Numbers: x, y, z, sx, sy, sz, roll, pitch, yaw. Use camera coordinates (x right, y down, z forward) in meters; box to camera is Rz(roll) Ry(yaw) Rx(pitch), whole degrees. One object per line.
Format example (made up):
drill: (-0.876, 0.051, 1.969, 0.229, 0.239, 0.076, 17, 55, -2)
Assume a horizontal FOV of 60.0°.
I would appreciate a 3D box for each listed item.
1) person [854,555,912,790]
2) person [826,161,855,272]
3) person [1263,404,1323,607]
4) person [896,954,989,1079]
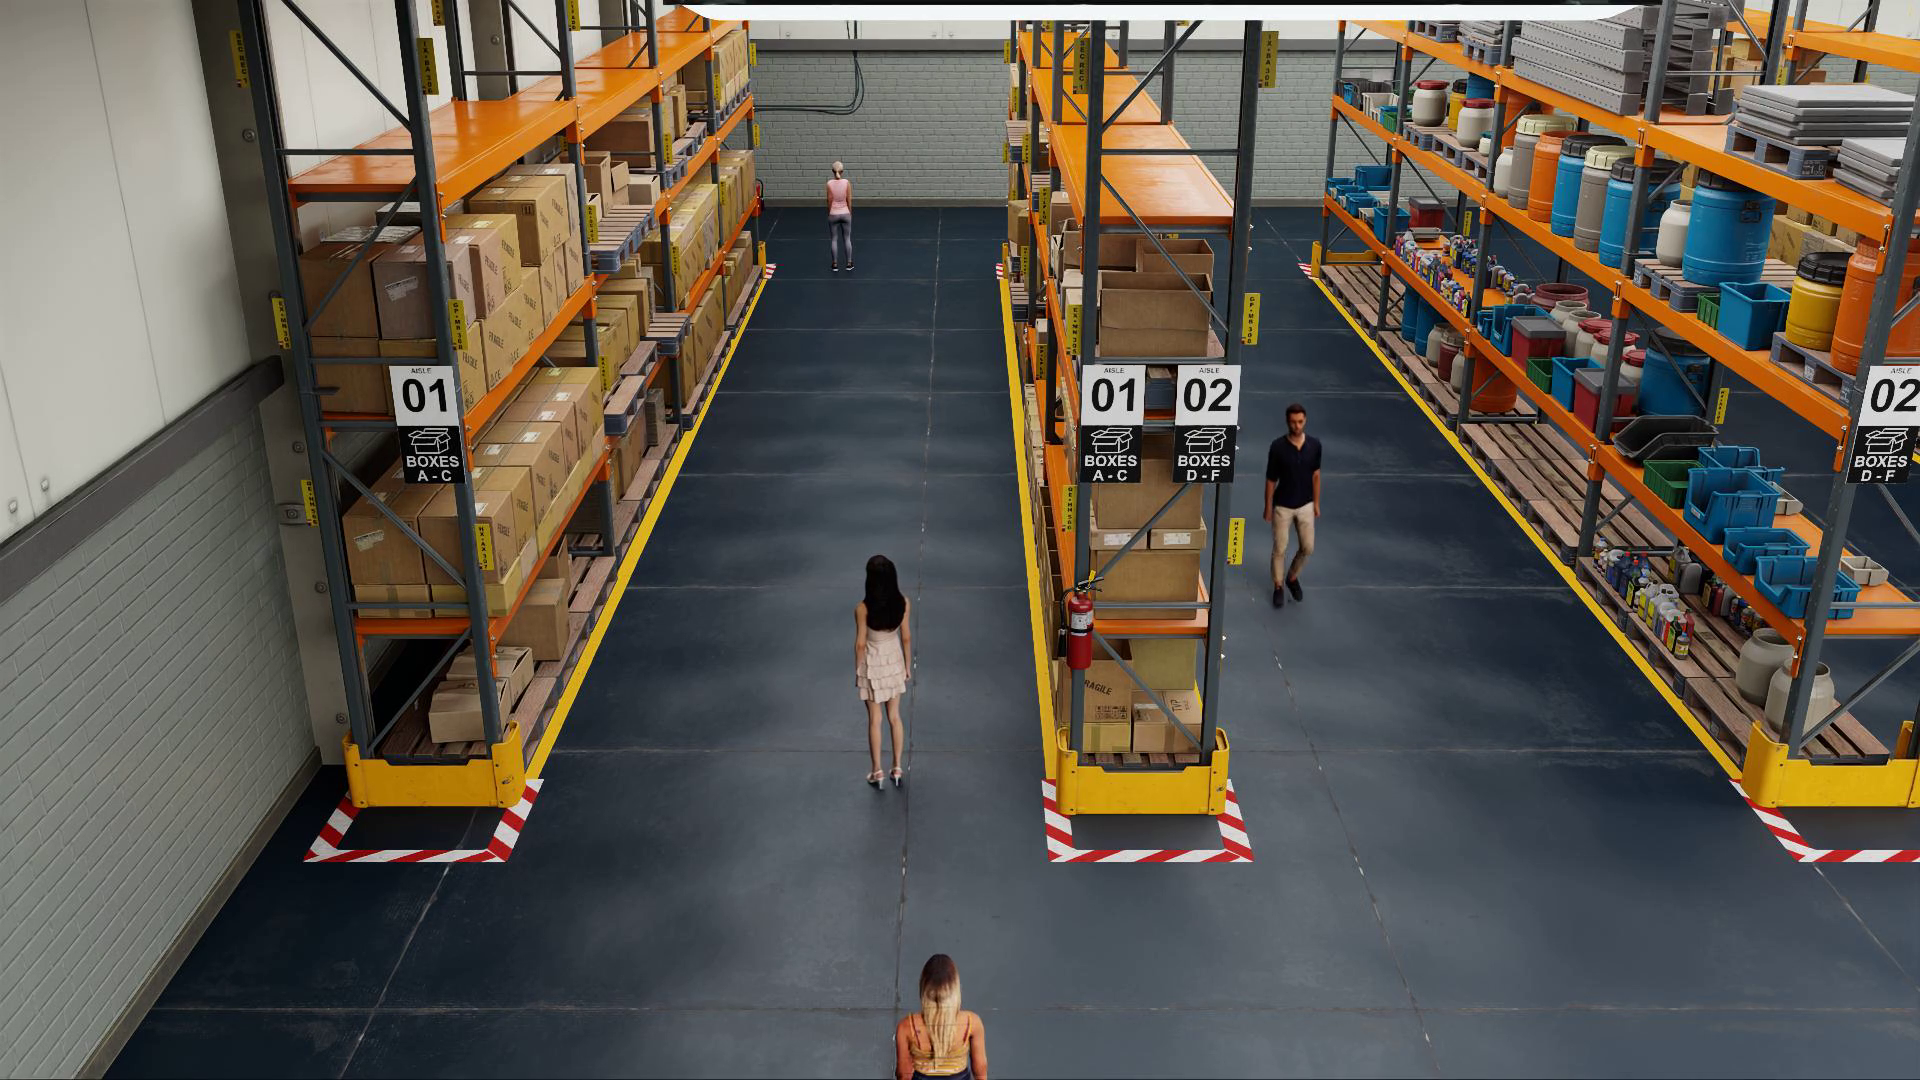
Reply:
person: (-0.539, 0.929, 11.633, 0.640, 1.734, 0.643, -9, 24, -21)
person: (-1.922, -5.178, 26.573, 0.571, 1.726, 0.540, -2, 22, -5)
person: (2.891, -0.328, 14.564, 0.658, 1.841, 0.579, -1, 22, -1)
person: (-0.079, 2.660, 7.587, 0.606, 1.592, 1.125, -1, 22, -1)
